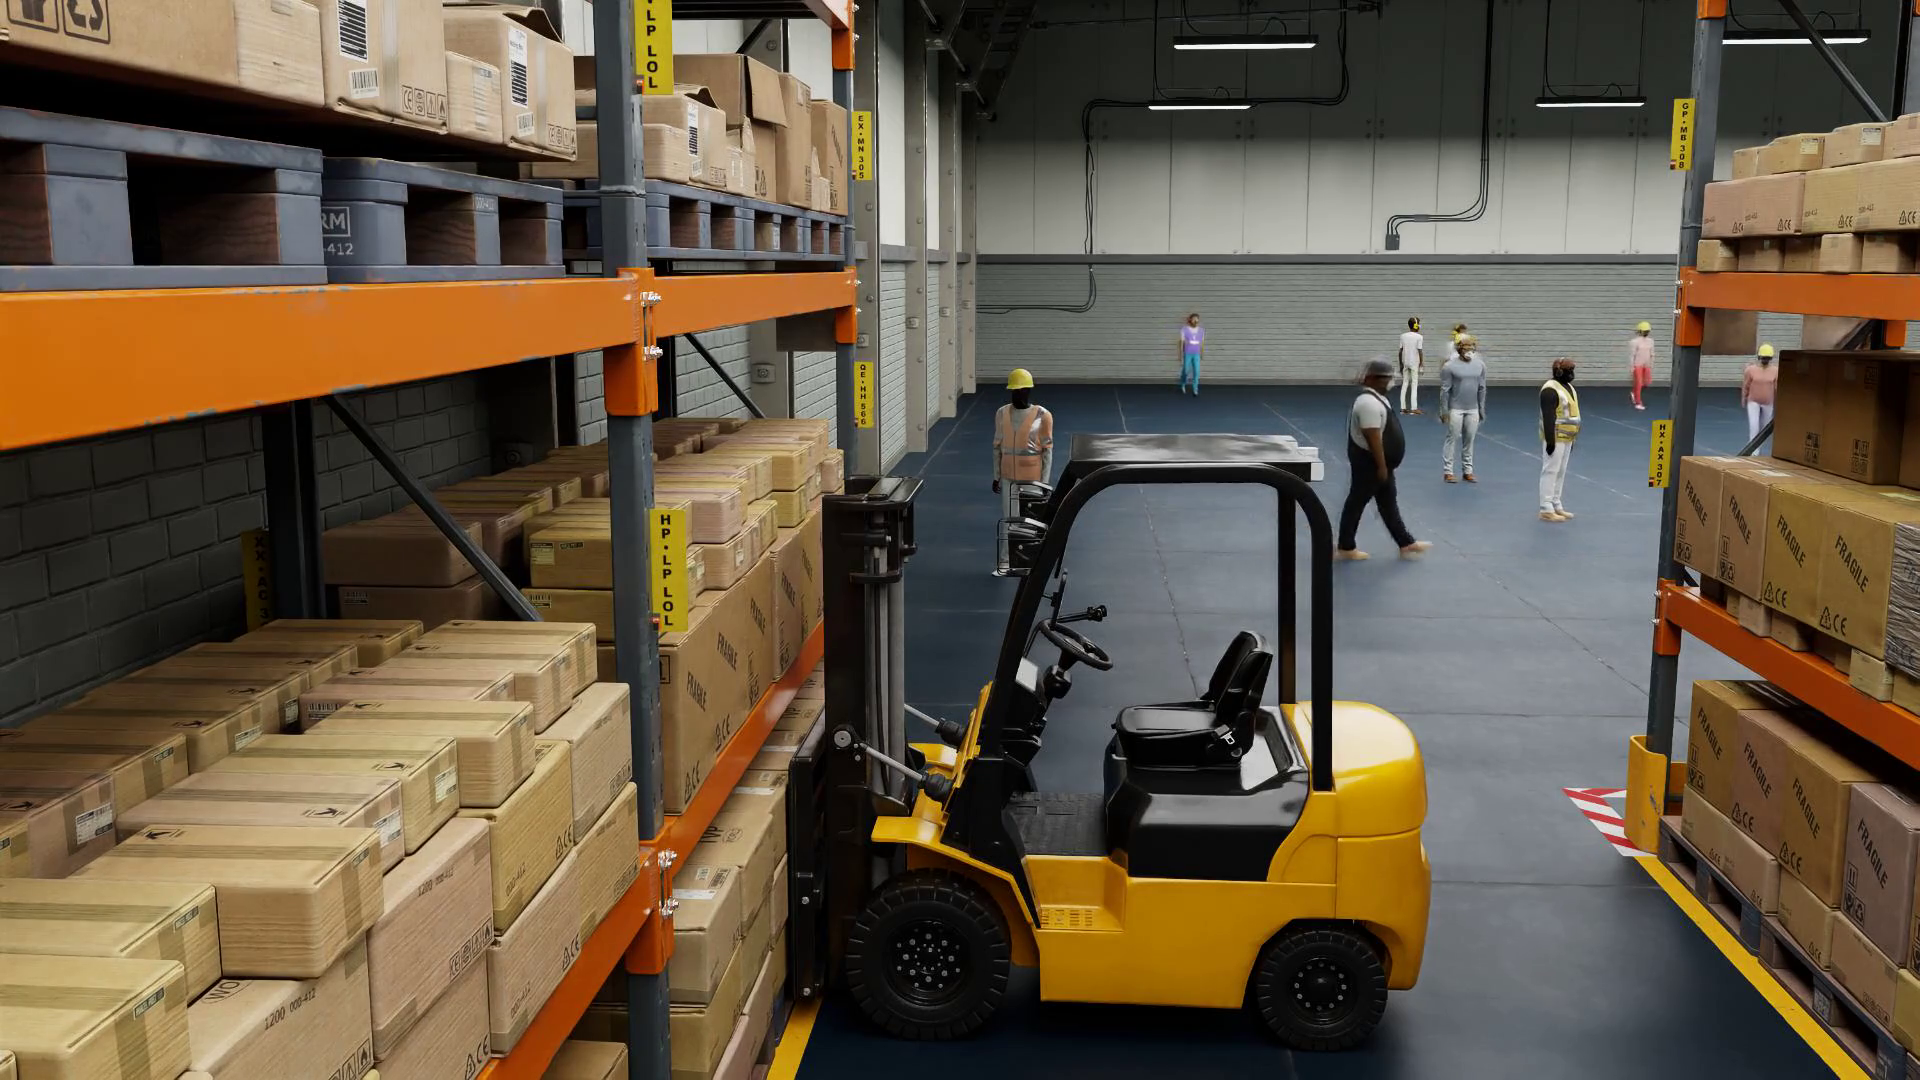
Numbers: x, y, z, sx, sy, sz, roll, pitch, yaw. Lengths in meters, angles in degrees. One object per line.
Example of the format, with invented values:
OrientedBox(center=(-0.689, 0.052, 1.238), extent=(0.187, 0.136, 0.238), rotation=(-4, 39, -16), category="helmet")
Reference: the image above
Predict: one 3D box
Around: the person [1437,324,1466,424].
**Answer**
OrientedBox(center=(8.882, -2.949, 29.724), extent=(0.514, 1.841, 0.901), rotation=(-6, 11, -33), category="person")

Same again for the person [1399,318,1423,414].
OrientedBox(center=(8.731, -3.362, 32.156), extent=(0.311, 1.862, 0.532), rotation=(-9, 13, -42), category="person")

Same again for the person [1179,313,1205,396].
OrientedBox(center=(5.097, -4.086, 36.624), extent=(0.589, 1.831, 0.595), rotation=(-2, 10, -11), category="person")

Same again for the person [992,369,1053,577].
OrientedBox(center=(0.557, -0.602, 15.233), extent=(0.584, 1.928, 0.367), rotation=(5, 11, 27), category="person")

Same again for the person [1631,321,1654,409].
OrientedBox(center=(13.632, -3.502, 33.336), extent=(0.525, 1.758, 0.511), rotation=(-3, 10, -16), category="person")

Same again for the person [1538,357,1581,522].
OrientedBox(center=(6.743, -1.134, 18.714), extent=(0.429, 1.842, 0.631), rotation=(7, 12, 38), category="person")

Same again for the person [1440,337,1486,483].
OrientedBox(center=(6.630, -1.712, 21.953), extent=(0.626, 1.933, 0.356), rotation=(-2, 10, -12), category="person")

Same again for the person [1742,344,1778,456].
OrientedBox(center=(11.788, -2.032, 24.483), extent=(0.529, 1.741, 0.696), rotation=(3, 10, 17), category="person")

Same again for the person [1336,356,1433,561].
OrientedBox(center=(4.108, -0.790, 16.030), extent=(0.961, 2.000, 0.709), rotation=(4, 10, 21), category="person")

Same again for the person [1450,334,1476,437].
OrientedBox(center=(8.361, -2.590, 27.860), extent=(0.519, 1.722, 0.516), rotation=(-4, 10, -23), category="person")
